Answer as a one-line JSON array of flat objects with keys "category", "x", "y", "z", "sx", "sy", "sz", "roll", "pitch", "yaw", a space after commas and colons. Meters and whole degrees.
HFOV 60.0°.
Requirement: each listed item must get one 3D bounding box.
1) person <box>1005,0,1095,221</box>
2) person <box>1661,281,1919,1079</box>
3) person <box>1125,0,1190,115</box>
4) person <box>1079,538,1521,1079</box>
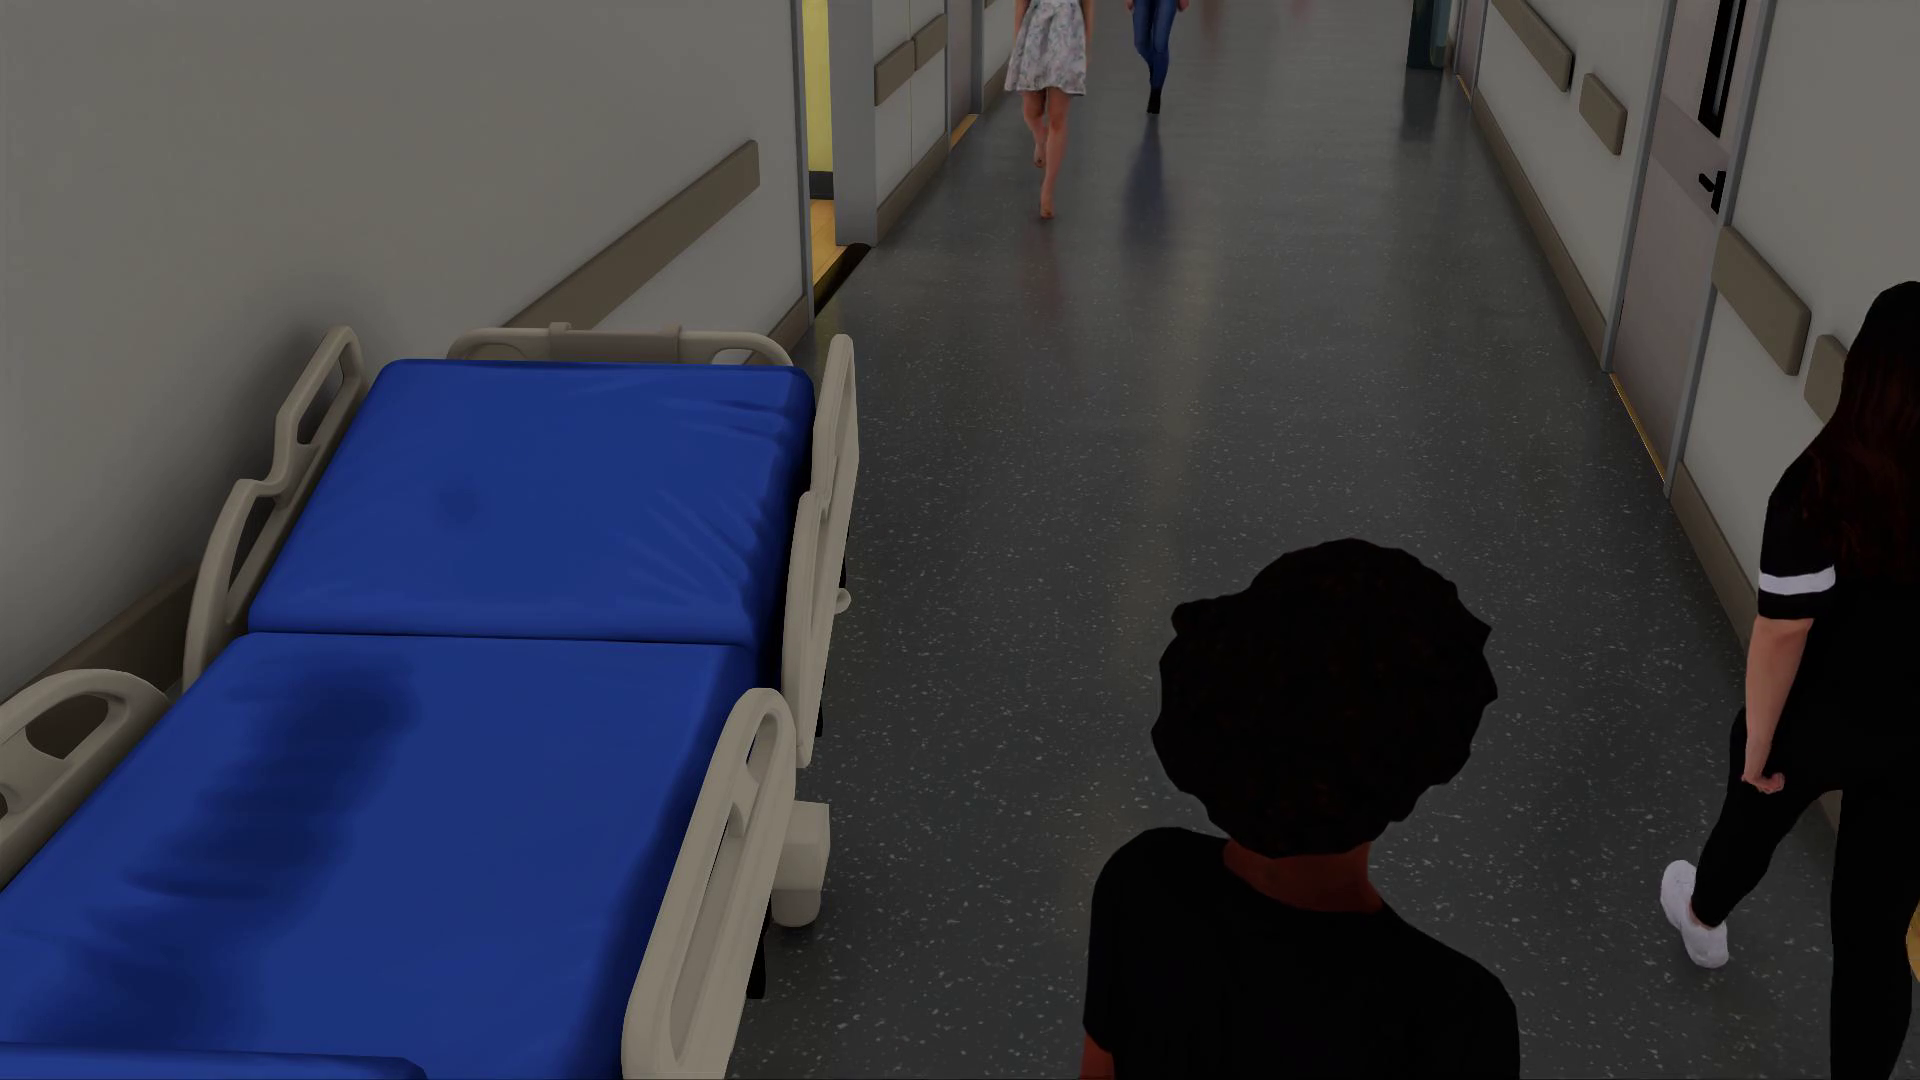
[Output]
[{"category": "person", "x": 0.497, "y": -2.662, "z": 9.059, "sx": 0.891, "sy": 1.756, "sz": 0.759, "roll": 1, "pitch": 26, "yaw": 2}, {"category": "person", "x": 1.607, "y": 0.394, "z": 2.917, "sx": 1.051, "sy": 1.587, "sz": 0.688, "roll": 3, "pitch": 26, "yaw": 7}, {"category": "person", "x": 1.389, "y": -3.838, "z": 11.665, "sx": 0.927, "sy": 1.611, "sz": 0.764, "roll": 8, "pitch": 27, "yaw": 16}, {"category": "person", "x": 0.318, "y": 0.825, "z": 1.781, "sx": 0.644, "sy": 1.798, "sz": 0.759, "roll": 17, "pitch": 30, "yaw": 31}]
